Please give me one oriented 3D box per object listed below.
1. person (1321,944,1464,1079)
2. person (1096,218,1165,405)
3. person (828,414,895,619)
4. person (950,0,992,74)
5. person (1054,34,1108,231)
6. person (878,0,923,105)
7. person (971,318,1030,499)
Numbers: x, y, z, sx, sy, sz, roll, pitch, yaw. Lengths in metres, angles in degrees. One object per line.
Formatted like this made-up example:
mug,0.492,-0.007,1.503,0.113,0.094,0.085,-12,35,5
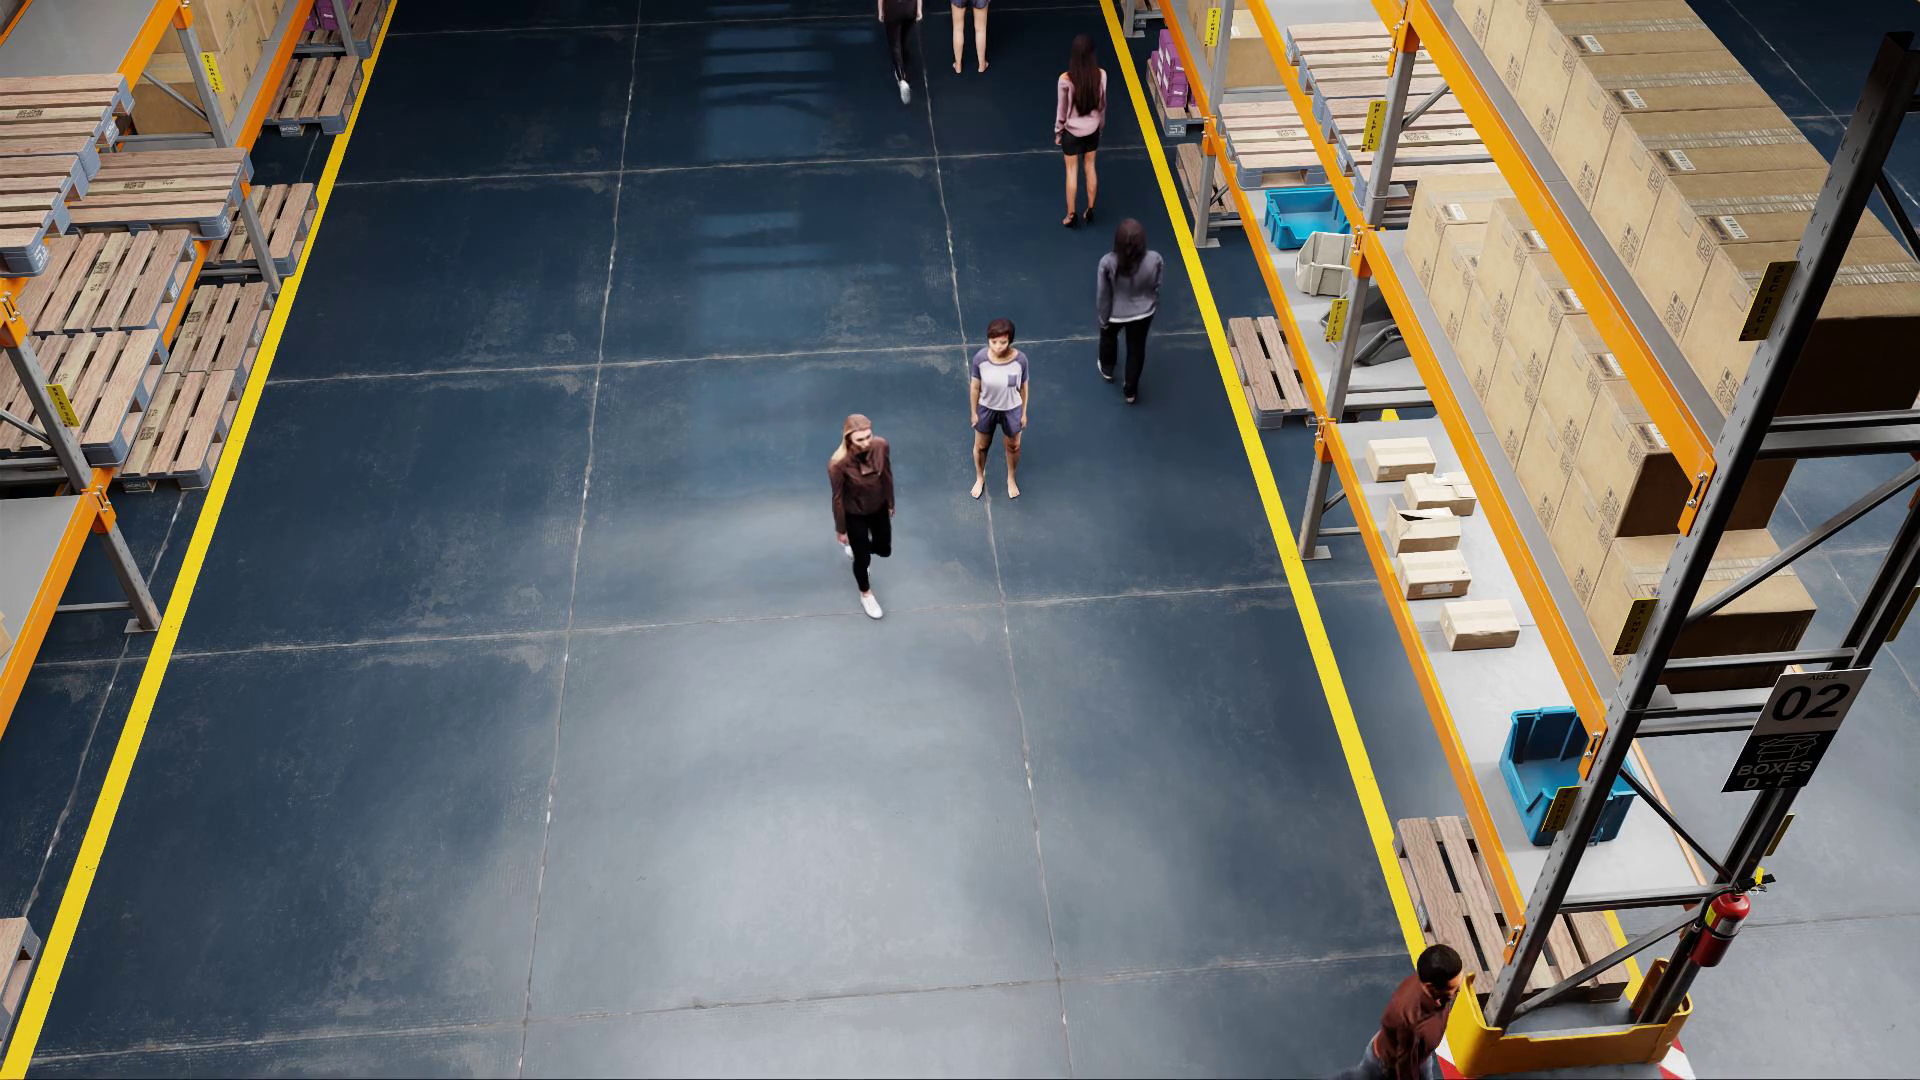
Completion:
person,2.076,2.505,8.220,1.225,1.718,1.136,34,53,30
person,1.291,-1.723,12.762,0.676,1.573,0.773,-1,44,-1
person,-0.675,-0.224,11.104,0.806,1.690,0.896,-24,49,-23
person,0.090,-5.493,16.622,0.615,1.707,0.561,1,44,1
person,1.055,-3.540,14.498,0.671,1.810,0.604,-12,45,-13
person,-0.568,-5.106,16.205,0.663,1.723,1.108,-8,44,-8
person,0.287,-0.957,11.964,0.589,1.565,0.553,1,44,2
